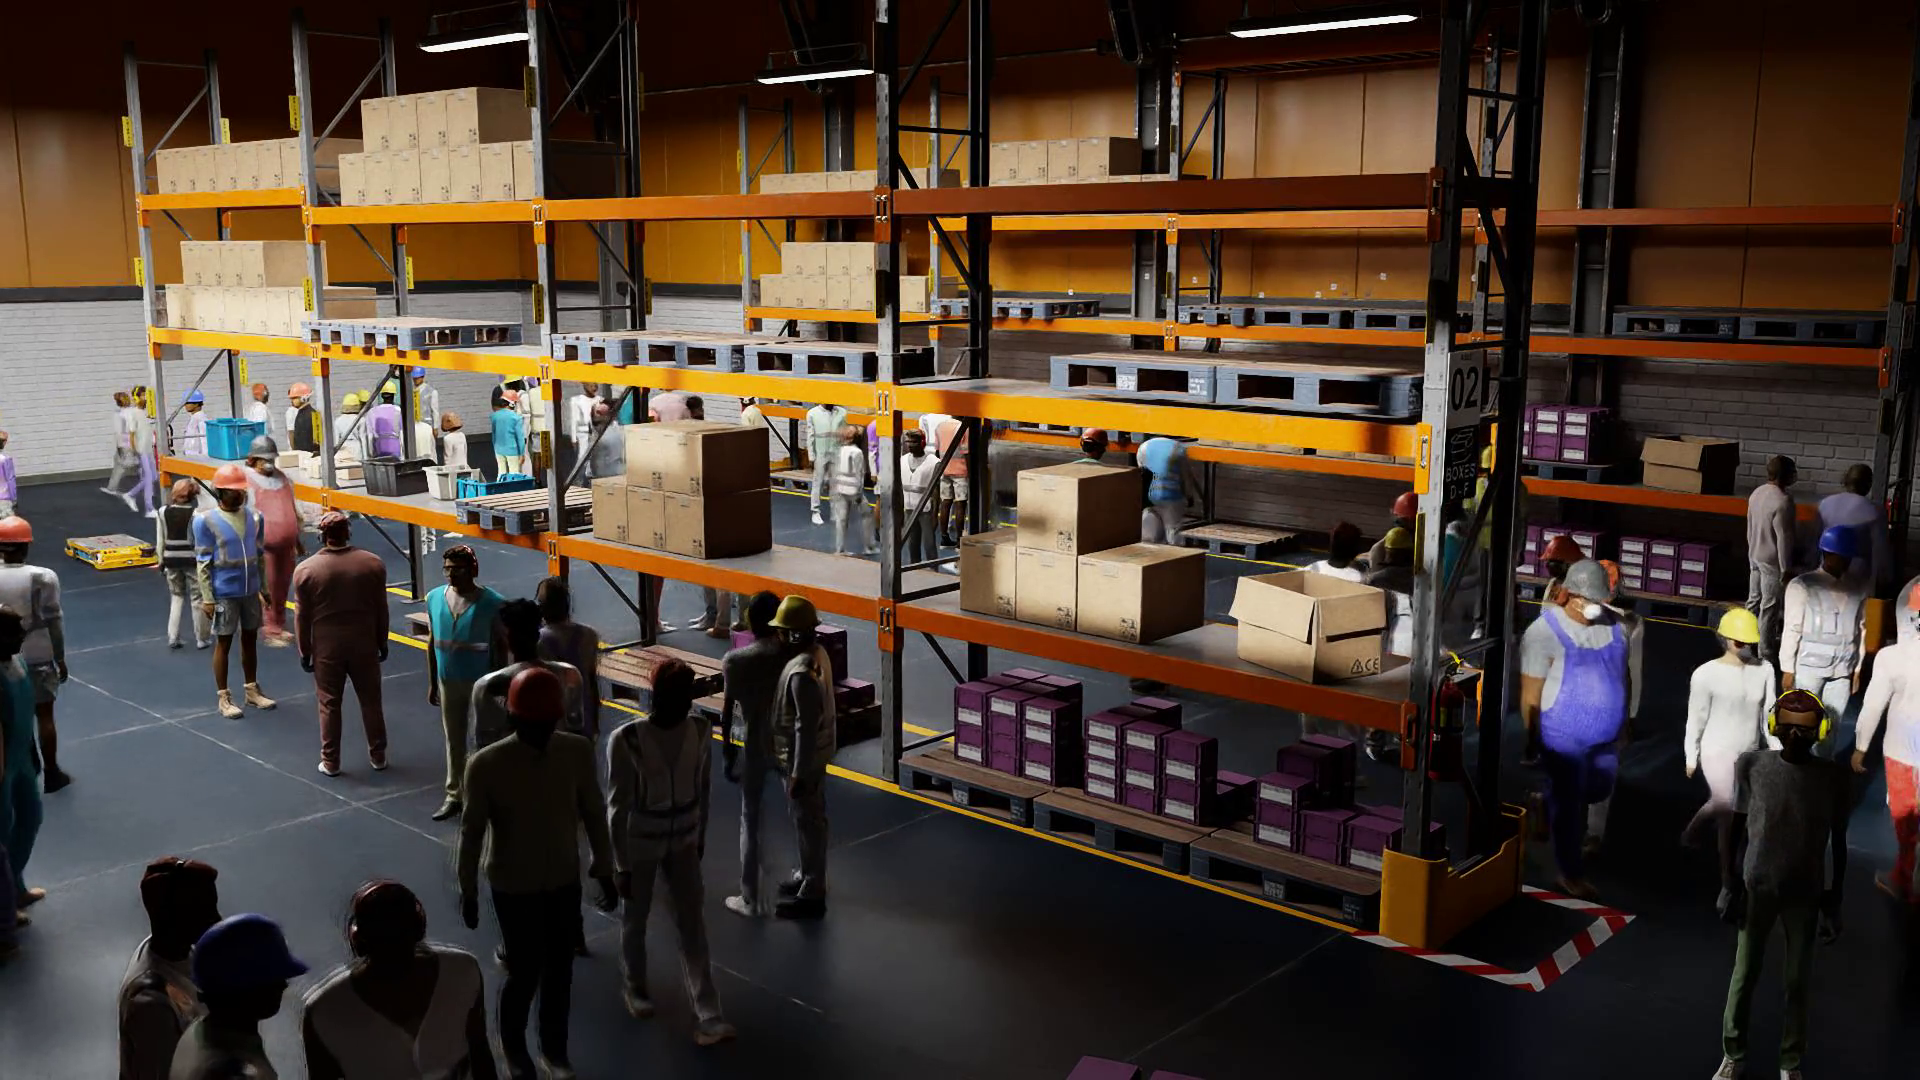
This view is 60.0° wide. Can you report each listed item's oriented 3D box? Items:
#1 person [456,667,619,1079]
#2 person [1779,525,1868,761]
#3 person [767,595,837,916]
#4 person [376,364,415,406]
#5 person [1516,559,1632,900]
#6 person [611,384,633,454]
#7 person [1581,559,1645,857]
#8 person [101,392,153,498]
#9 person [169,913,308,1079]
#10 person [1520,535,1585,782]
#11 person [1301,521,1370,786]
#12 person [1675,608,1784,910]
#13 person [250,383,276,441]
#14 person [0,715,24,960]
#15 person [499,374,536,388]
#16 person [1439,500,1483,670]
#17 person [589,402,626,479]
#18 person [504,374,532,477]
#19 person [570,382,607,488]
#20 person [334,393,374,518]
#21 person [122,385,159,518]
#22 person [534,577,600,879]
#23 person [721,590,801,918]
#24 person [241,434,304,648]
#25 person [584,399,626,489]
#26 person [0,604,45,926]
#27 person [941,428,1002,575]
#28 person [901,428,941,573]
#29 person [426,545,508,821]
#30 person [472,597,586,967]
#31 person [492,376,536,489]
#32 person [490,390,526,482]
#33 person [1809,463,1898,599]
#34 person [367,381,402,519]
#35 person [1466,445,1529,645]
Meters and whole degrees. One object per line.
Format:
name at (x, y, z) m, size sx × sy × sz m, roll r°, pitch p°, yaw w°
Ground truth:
person at (-1.856, 1.507, 7.355) m, size 0.645 × 1.967 × 0.454 m, roll -8°, pitch 13°, yaw -39°
person at (5.785, 0.852, 11.160) m, size 0.609 × 1.939 × 0.412 m, roll -2°, pitch 10°, yaw -11°
person at (-0.903, 1.211, 9.428) m, size 0.404 × 1.835 × 0.588 m, roll 0°, pitch 10°, yaw 0°
person at (-9.270, -2.016, 27.402) m, size 0.627 × 1.931 × 0.369 m, roll -6°, pitch 12°, yaw -32°
person at (3.580, 1.037, 9.829) m, size 0.724 × 2.000 × 0.796 m, roll -3°, pitch 11°, yaw -18°
person at (-5.747, -2.140, 28.513) m, size 0.970 × 1.780 × 0.523 m, roll 8°, pitch 13°, yaw 39°
person at (3.975, 1.028, 10.464) m, size 0.579 × 1.841 × 0.984 m, roll 3°, pitch 10°, yaw 15°
person at (-12.544, -1.426, 24.993) m, size 0.877 × 1.589 × 0.541 m, roll 3°, pitch 11°, yaw 18°
person at (-2.023, 1.993, 4.719) m, size 0.409 × 1.942 × 0.610 m, roll -6°, pitch 12°, yaw -31°
person at (4.233, 0.833, 11.793) m, size 0.329 × 1.750 × 0.573 m, roll 0°, pitch 10°, yaw -3°
person at (2.630, 0.807, 11.638) m, size 0.615 × 1.853 × 0.792 m, roll -2°, pitch 10°, yaw -12°
person at (4.466, 1.219, 9.690) m, size 0.536 × 1.725 × 0.885 m, roll -3°, pitch 10°, yaw -15°
person at (-9.792, -1.287, 23.511) m, size 0.429 × 1.850 × 0.621 m, roll -4°, pitch 11°, yaw -22°
person at (-5.249, 1.252, 8.750) m, size 0.402 × 1.990 × 0.622 m, roll -10°, pitch 14°, yaw -43°
person at (-7.596, -2.279, 28.567) m, size 0.613 × 2.041 × 0.393 m, roll -1°, pitch 10°, yaw -4°
person at (4.056, 0.465, 13.705) m, size 0.452 × 1.810 × 0.659 m, roll 6°, pitch 12°, yaw 30°
person at (-4.241, -0.736, 20.267) m, size 0.562 × 1.890 × 0.668 m, roll 4°, pitch 11°, yaw 20°
person at (-6.734, -1.646, 25.328) m, size 0.376 × 1.923 × 0.585 m, roll -7°, pitch 12°, yaw -36°
person at (-5.534, -1.532, 24.845) m, size 0.593 × 1.866 × 0.568 m, roll -5°, pitch 11°, yaw -27°
person at (-8.424, -1.167, 23.136) m, size 0.489 × 1.742 × 0.311 m, roll 2°, pitch 10°, yaw 12°
person at (-11.408, -1.229, 23.156) m, size 0.565 × 1.857 × 0.527 m, roll 1°, pitch 10°, yaw 4°
person at (-2.361, 1.126, 9.975) m, size 0.499 × 1.817 × 0.807 m, roll -6°, pitch 12°, yaw -29°
person at (-1.102, 1.199, 9.487) m, size 0.556 × 1.842 × 0.456 m, roll -4°, pitch 11°, yaw -22°
person at (-6.537, -0.016, 15.783) m, size 0.536 × 2.000 × 0.691 m, roll 5°, pitch 11°, yaw 28°
person at (-4.960, -1.134, 23.215) m, size 0.722 × 1.654 × 0.468 m, roll 3°, pitch 10°, yaw 14°
person at (-5.322, 1.241, 9.279) m, size 0.419 × 1.824 × 0.566 m, roll 0°, pitch 10°, yaw 1°
person at (0.240, -0.453, 18.899) m, size 1.024 × 1.814 × 0.504 m, roll 8°, pitch 13°, yaw 39°
person at (-0.422, -0.298, 17.972) m, size 0.560 × 1.837 × 0.389 m, roll 7°, pitch 12°, yaw 36°
person at (-3.234, 0.935, 10.955) m, size 0.564 × 1.846 × 0.390 m, roll 2°, pitch 10°, yaw 10°
person at (-2.253, 1.272, 8.745) m, size 0.611 × 1.957 × 0.383 m, roll -9°, pitch 13°, yaw -40°
person at (-6.877, -1.792, 25.822) m, size 0.714 × 2.000 × 0.897 m, roll -4°, pitch 11°, yaw -22°
person at (-6.437, -1.283, 23.803) m, size 0.575 × 1.739 × 0.350 m, roll 5°, pitch 11°, yaw 25°
person at (7.782, 0.286, 14.415) m, size 0.740 × 1.912 × 0.646 m, roll -4°, pitch 11°, yaw -23°
person at (-7.876, -1.234, 23.019) m, size 0.585 × 1.918 × 0.393 m, roll 1°, pitch 10°, yaw 6°
person at (5.093, 0.040, 15.838) m, size 0.586 × 1.911 × 0.422 m, roll 5°, pitch 11°, yaw 27°
